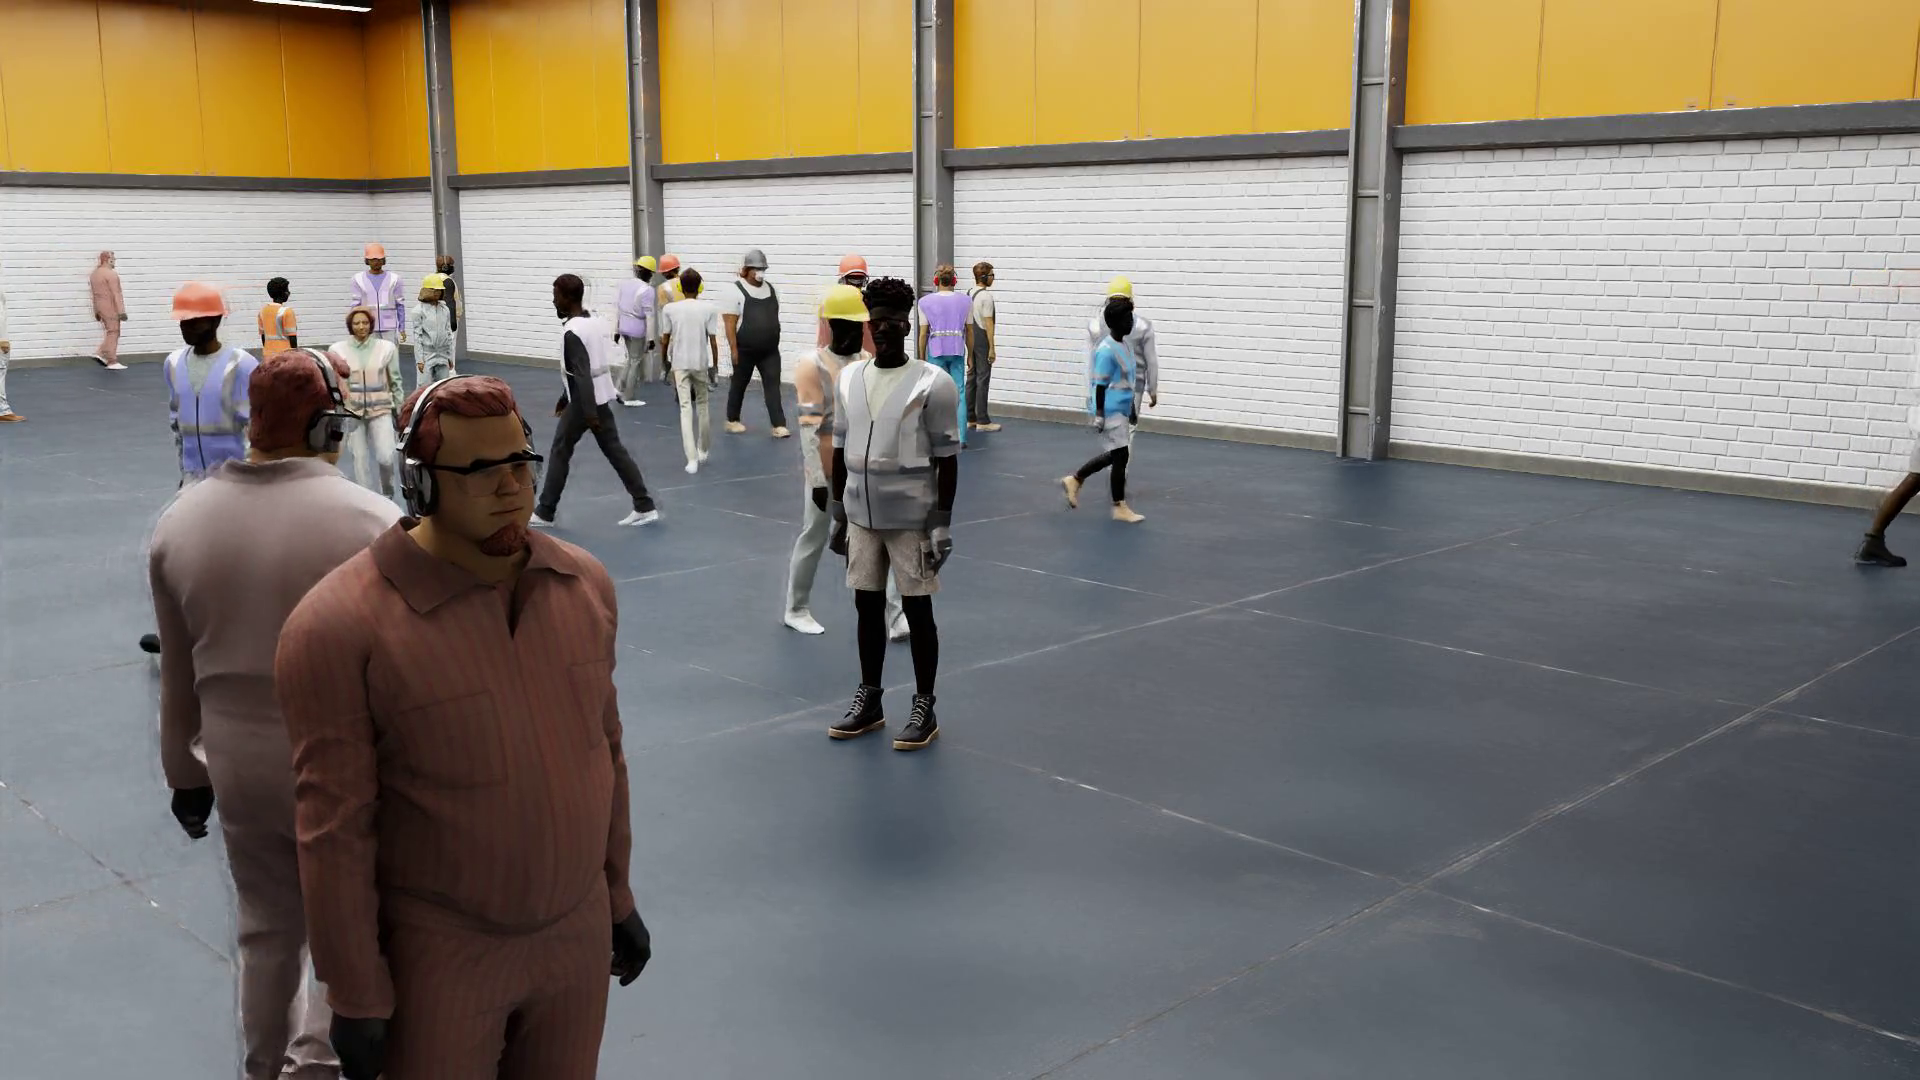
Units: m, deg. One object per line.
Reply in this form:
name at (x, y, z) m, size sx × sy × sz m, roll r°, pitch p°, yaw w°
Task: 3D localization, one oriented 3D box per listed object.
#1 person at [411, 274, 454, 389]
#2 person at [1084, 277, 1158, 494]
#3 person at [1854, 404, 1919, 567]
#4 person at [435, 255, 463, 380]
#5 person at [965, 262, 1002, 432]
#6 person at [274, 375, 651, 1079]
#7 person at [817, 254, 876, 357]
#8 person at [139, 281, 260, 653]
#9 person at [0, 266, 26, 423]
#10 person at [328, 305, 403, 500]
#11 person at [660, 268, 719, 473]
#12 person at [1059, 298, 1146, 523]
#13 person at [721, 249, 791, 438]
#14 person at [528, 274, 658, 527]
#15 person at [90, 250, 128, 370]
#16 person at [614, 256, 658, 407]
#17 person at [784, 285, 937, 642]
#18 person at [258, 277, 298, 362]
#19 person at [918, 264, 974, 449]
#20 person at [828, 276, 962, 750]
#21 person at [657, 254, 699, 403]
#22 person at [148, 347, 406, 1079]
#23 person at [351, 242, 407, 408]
person at (-5.463, -1.893, 17.313) m, size 0.340 × 1.736 × 0.483 m, roll 6°, pitch 12°, yaw 29°
person at (1.323, -1.281, 13.792) m, size 0.596 × 1.797 × 0.897 m, roll 3°, pitch 11°, yaw 17°
person at (6.250, -0.724, 10.524) m, size 0.977 × 1.890 × 0.558 m, roll 4°, pitch 11°, yaw 19°
person at (-7.404, -3.181, 24.035) m, size 0.429 × 1.842 × 0.637 m, roll -8°, pitch 13°, yaw -36°
person at (0.237, -2.106, 18.173) m, size 0.350 × 1.845 × 0.520 m, roll -6°, pitch 12°, yaw -29°
person at (-0.790, 0.673, 2.843) m, size 0.408 × 1.908 × 0.644 m, roll 8°, pitch 13°, yaw 36°
person at (-0.855, -1.282, 13.300) m, size 0.619 × 1.989 × 0.397 m, roll -5°, pitch 11°, yaw -24°
person at (-3.840, -0.356, 8.482) m, size 0.593 × 1.889 × 0.963 m, roll 2°, pitch 11°, yaw 10°
person at (-11.011, -2.297, 18.945) m, size 0.627 × 1.941 × 0.372 m, roll 9°, pitch 13°, yaw 39°
person at (-4.355, -0.904, 12.198) m, size 0.528 × 1.624 × 0.372 m, roll -3°, pitch 11°, yaw -18°
person at (-2.482, -1.561, 15.251) m, size 0.516 × 1.827 × 0.957 m, roll -3°, pitch 11°, yaw -14°
person at (1.067, -0.969, 12.423) m, size 0.653 × 1.672 × 0.534 m, roll 4°, pitch 11°, yaw 20°
person at (-2.209, -2.128, 17.746) m, size 0.693 × 2.000 × 1.007 m, roll -7°, pitch 13°, yaw -35°
person at (-2.728, -1.002, 12.125) m, size 1.054 × 1.862 × 0.576 m, roll 2°, pitch 11°, yaw 8°
person at (-13.523, -3.654, 26.494) m, size 0.661 × 1.894 × 0.415 m, roll 8°, pitch 13°, yaw 39°
person at (-4.004, -2.590, 20.712) m, size 0.655 × 1.874 × 0.500 m, roll 9°, pitch 14°, yaw 40°
person at (-0.584, -0.387, 8.715) m, size 0.965 × 1.872 × 0.604 m, roll 10°, pitch 14°, yaw 42°
person at (-7.145, -1.917, 17.530) m, size 0.541 × 1.696 × 0.316 m, roll 6°, pitch 12°, yaw 31°
person at (-0.137, -1.813, 16.561) m, size 0.567 × 1.846 × 0.389 m, roll -2°, pitch 11°, yaw -11°
person at (-0.293, -0.110, 6.944) m, size 0.613 × 1.965 × 0.361 m, roll 6°, pitch 12°, yaw 30°
person at (-3.578, -2.662, 21.078) m, size 0.578 × 1.888 × 0.419 m, roll -7°, pitch 12°, yaw -32°
person at (-1.474, 0.520, 3.727) m, size 0.722 × 1.887 × 0.472 m, roll 3°, pitch 11°, yaw 14°
person at (-7.089, -2.598, 20.308) m, size 0.616 × 2.039 × 0.385 m, roll -3°, pitch 11°, yaw -18°
